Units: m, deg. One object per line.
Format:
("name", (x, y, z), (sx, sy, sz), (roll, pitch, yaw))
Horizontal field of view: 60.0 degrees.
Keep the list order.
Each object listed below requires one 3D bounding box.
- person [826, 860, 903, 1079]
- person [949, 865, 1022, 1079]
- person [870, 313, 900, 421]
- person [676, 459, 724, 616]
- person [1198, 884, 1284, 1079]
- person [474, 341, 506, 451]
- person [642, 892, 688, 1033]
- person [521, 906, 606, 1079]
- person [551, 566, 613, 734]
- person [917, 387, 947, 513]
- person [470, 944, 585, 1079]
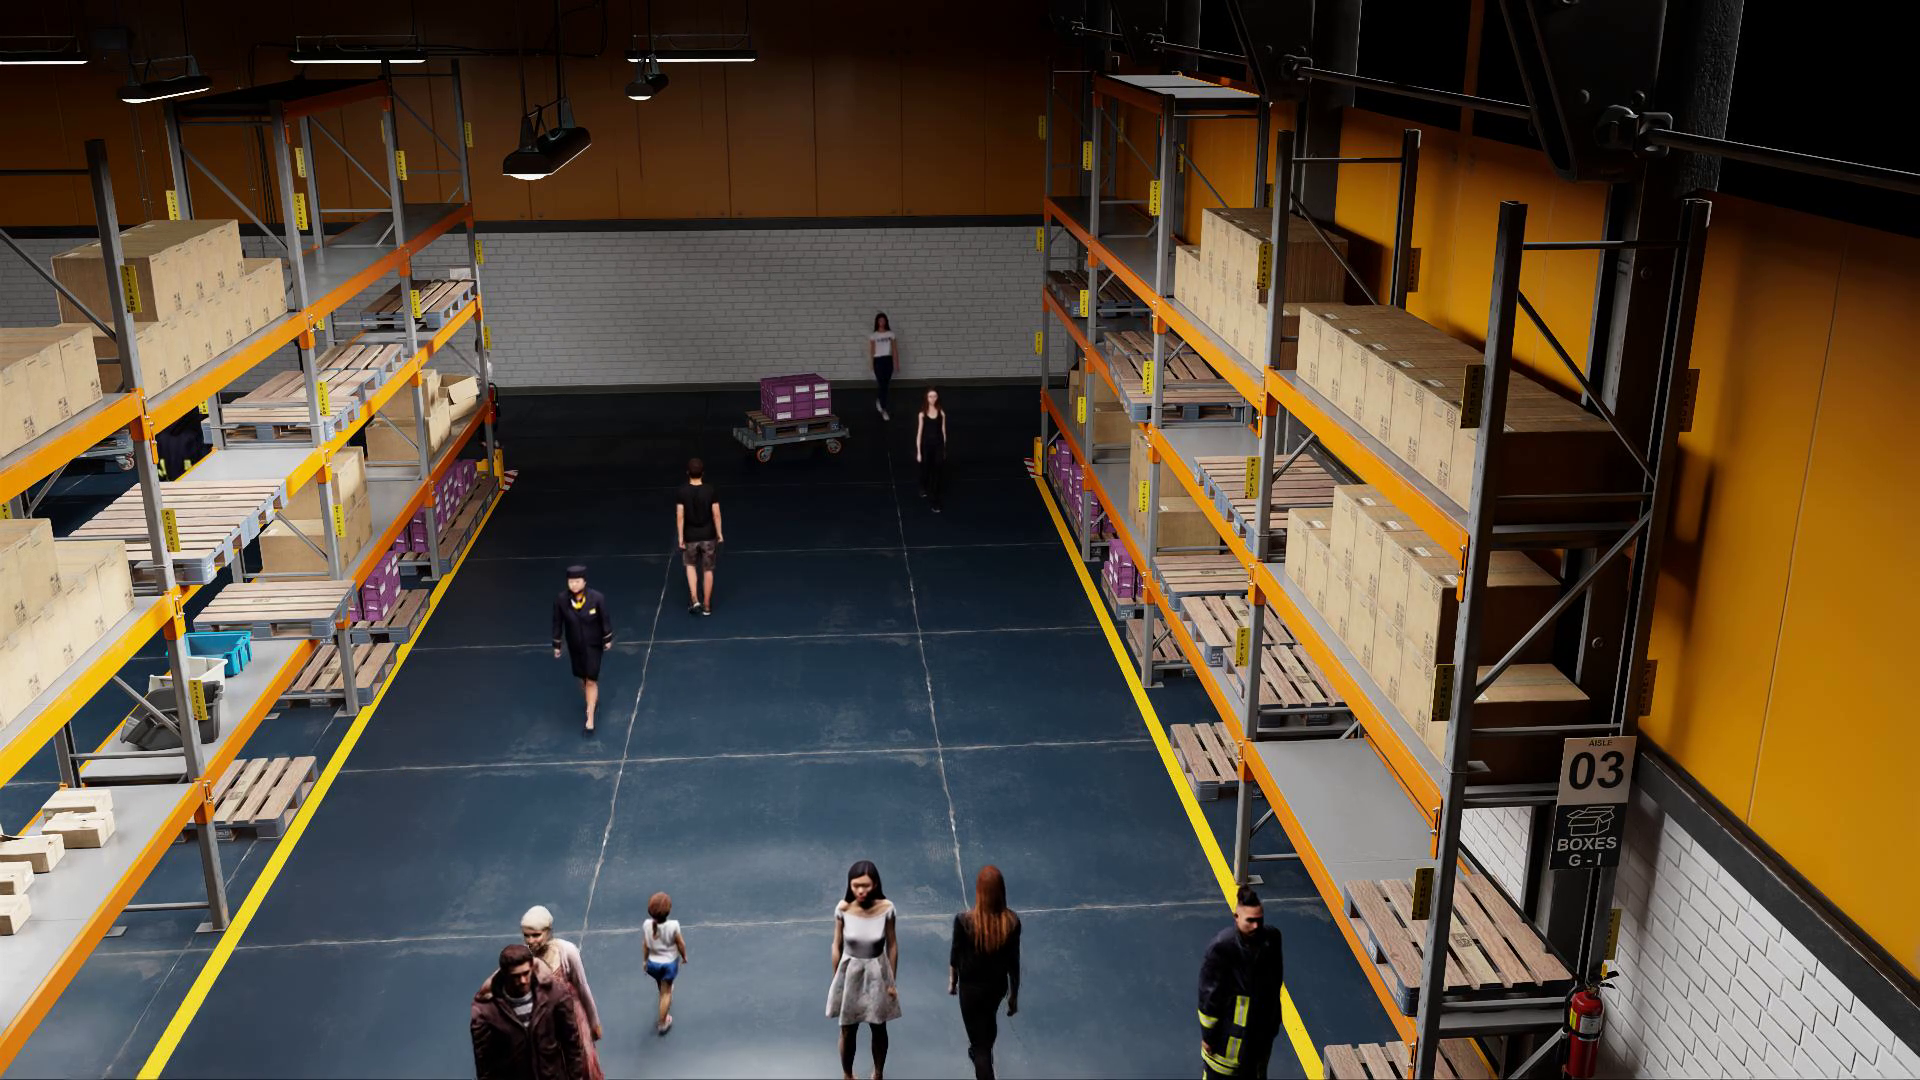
("person", (-0.609, 2.854, 10.682), (0.655, 1.774, 0.640), (0, 19, -1))
("person", (0.166, 2.939, 10.597), (0.741, 1.668, 1.216), (-5, 19, -14))
("person", (-1.299, -2.919, 27.885), (0.793, 1.735, 1.196), (-6, 20, -17))
("person", (-2.984, -0.004, 19.057), (0.684, 1.847, 0.662), (-3, 19, -8))
("person", (1.733, 2.950, 10.254), (0.851, 1.866, 0.823), (-8, 20, -23))
("person", (-7.476, -2.248, 25.825), (0.702, 1.778, 0.600), (-3, 19, -9))
("person", (-2.087, 2.956, 11.605), (0.518, 0.991, 0.738), (2, 19, 5))
("person", (-2.502, 2.994, 10.418), (0.659, 1.677, 0.698), (-3, 19, -8))
("person", (-3.668, 1.018, 16.343), (0.770, 1.641, 0.990), (0, 19, 1))
("person", (-0.407, -1.283, 23.043), (0.688, 1.725, 1.067), (-5, 19, -14))
("person", (-2.543, 3.145, 9.771), (1.069, 1.805, 1.277), (-11, 21, -29))
